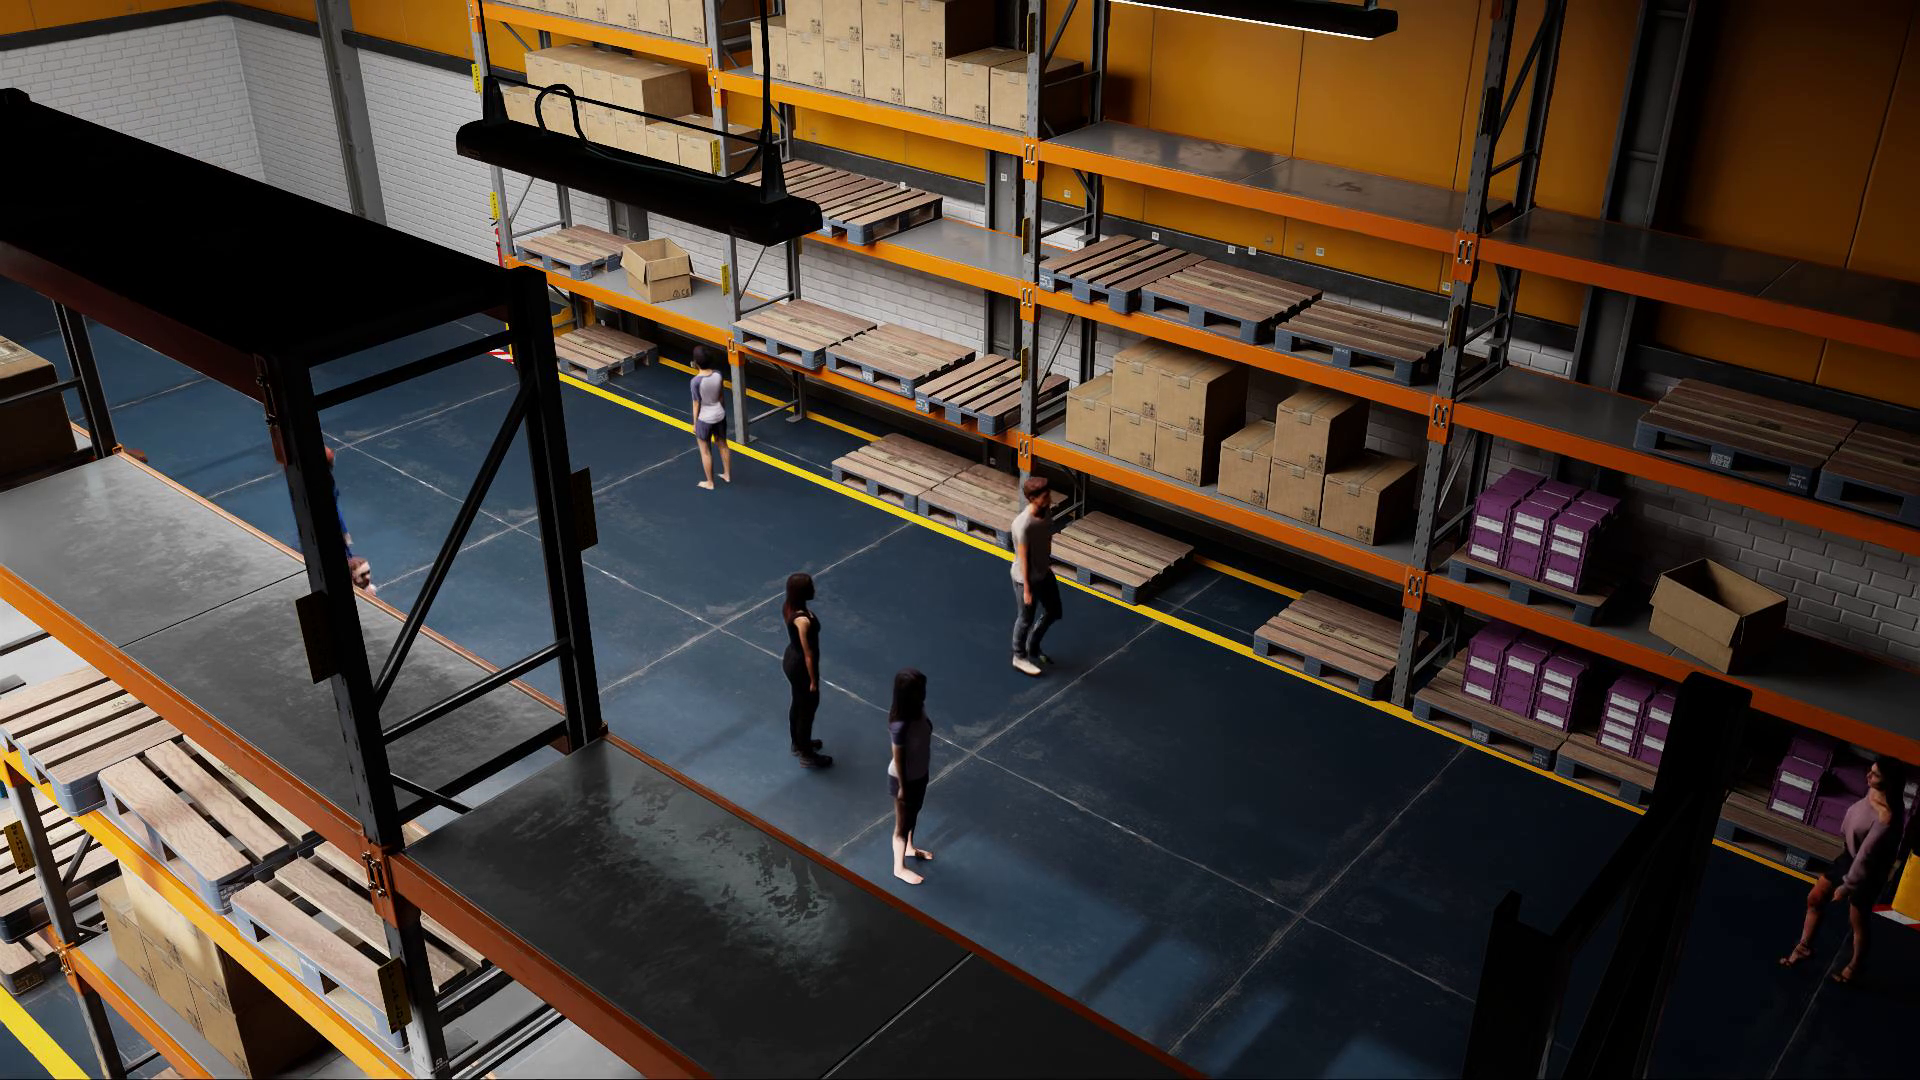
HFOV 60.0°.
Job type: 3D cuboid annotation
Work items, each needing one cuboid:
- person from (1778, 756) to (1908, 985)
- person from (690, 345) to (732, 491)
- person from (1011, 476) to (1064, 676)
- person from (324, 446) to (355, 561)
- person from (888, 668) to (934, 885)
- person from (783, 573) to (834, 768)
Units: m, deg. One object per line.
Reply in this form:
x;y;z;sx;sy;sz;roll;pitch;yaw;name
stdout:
5.879;2.174;10.682;0.894;1.790;0.815;4;29;8;person
-2.601;-1.285;17.259;0.533;1.565;0.575;25;37;38;person
0.534;0.289;14.043;0.631;1.881;0.676;19;34;31;person
-5.696;-0.042;14.743;0.545;1.793;0.788;9;30;16;person
-0.350;1.629;11.770;0.636;1.705;0.659;9;30;15;person
-1.221;0.997;12.948;0.741;1.688;0.635;-10;30;-18;person
